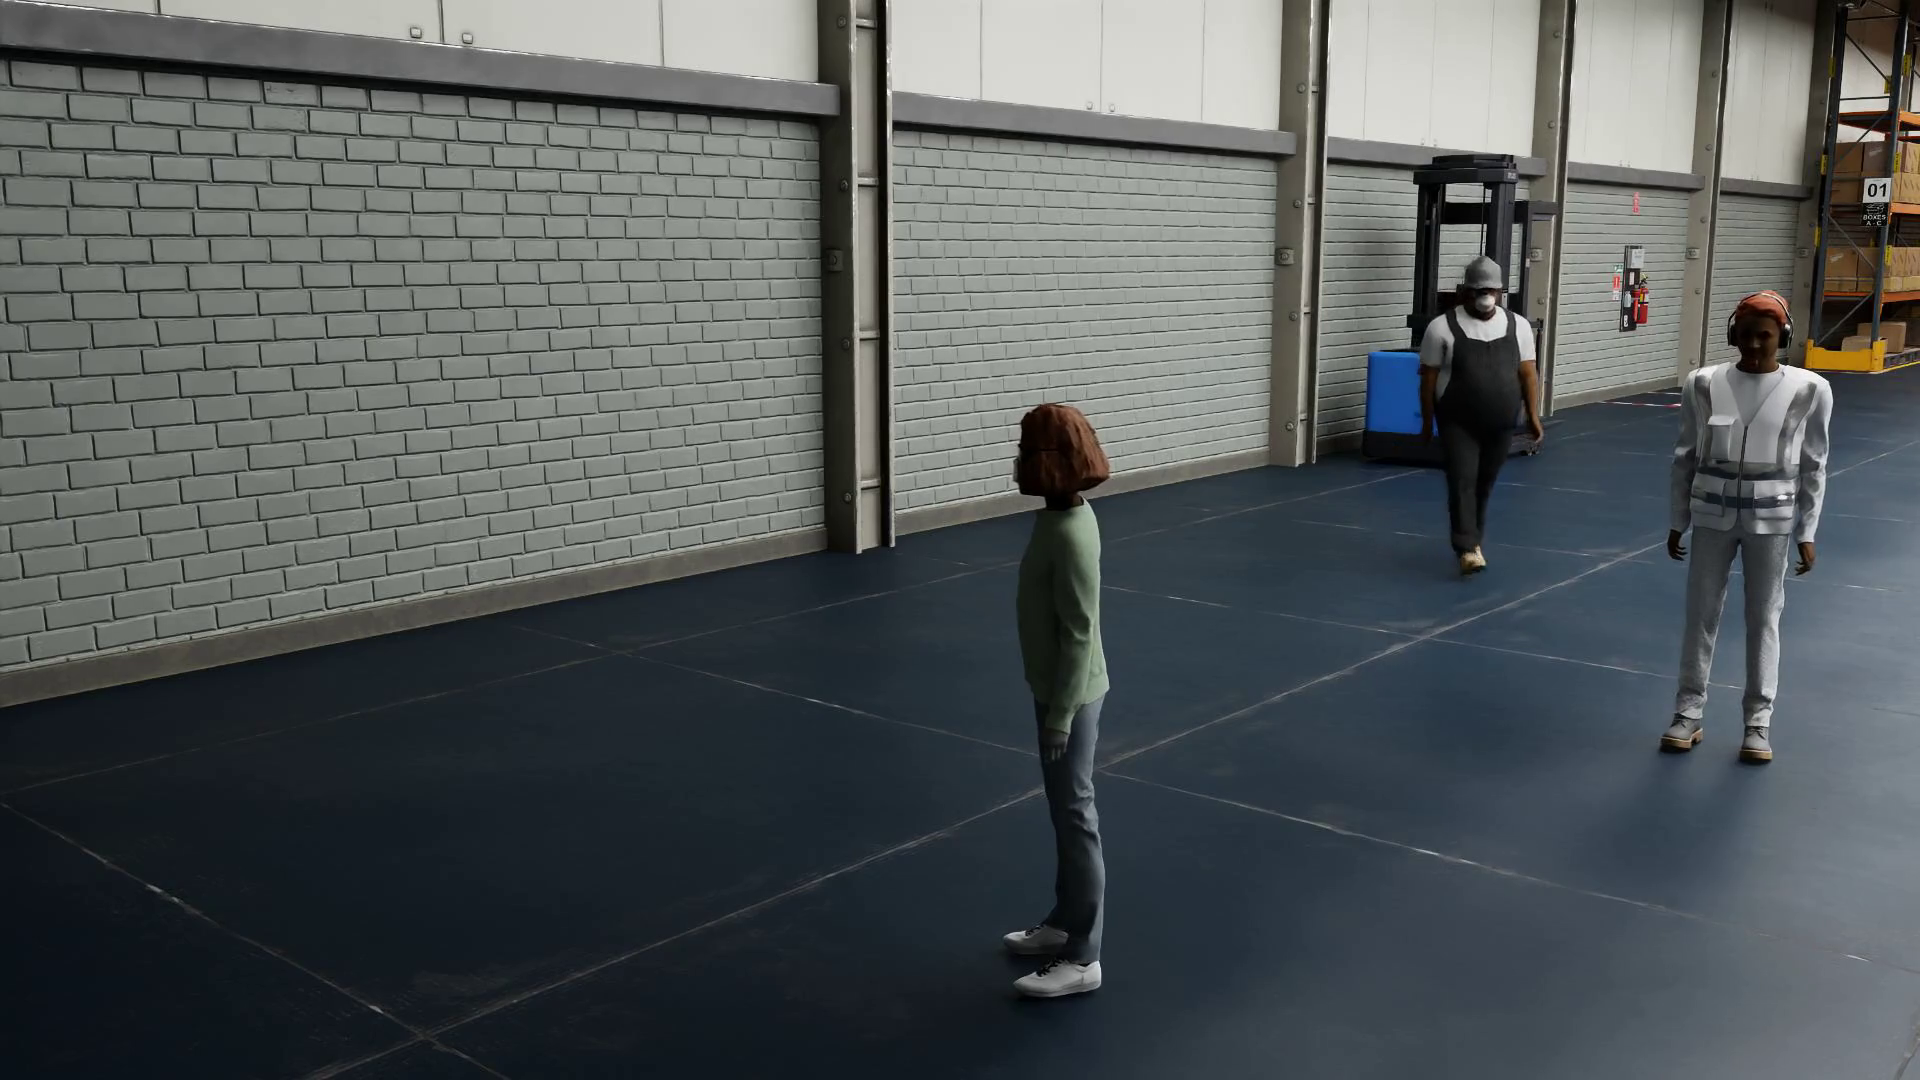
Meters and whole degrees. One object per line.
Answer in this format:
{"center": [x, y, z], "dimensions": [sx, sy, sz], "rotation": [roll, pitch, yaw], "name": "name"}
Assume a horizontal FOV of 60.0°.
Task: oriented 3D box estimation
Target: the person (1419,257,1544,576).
{"center": [3.300, -0.773, 10.483], "dimensions": [0.699, 2.000, 0.978], "rotation": [-1, 10, -3], "name": "person"}

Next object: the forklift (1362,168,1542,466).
{"center": [4.875, -2.212, 16.287], "dimensions": [1.129, 2.768, 1.873], "rotation": [8, 13, 40], "name": "forklift"}

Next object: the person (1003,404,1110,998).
{"center": [0.270, 0.439, 4.614], "dimensions": [0.279, 1.634, 0.497], "rotation": [0, 10, -1], "name": "person"}

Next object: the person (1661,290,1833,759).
{"center": [3.168, -0.060, 6.740], "dimensions": [0.573, 1.887, 0.356], "rotation": [6, 12, 32], "name": "person"}
